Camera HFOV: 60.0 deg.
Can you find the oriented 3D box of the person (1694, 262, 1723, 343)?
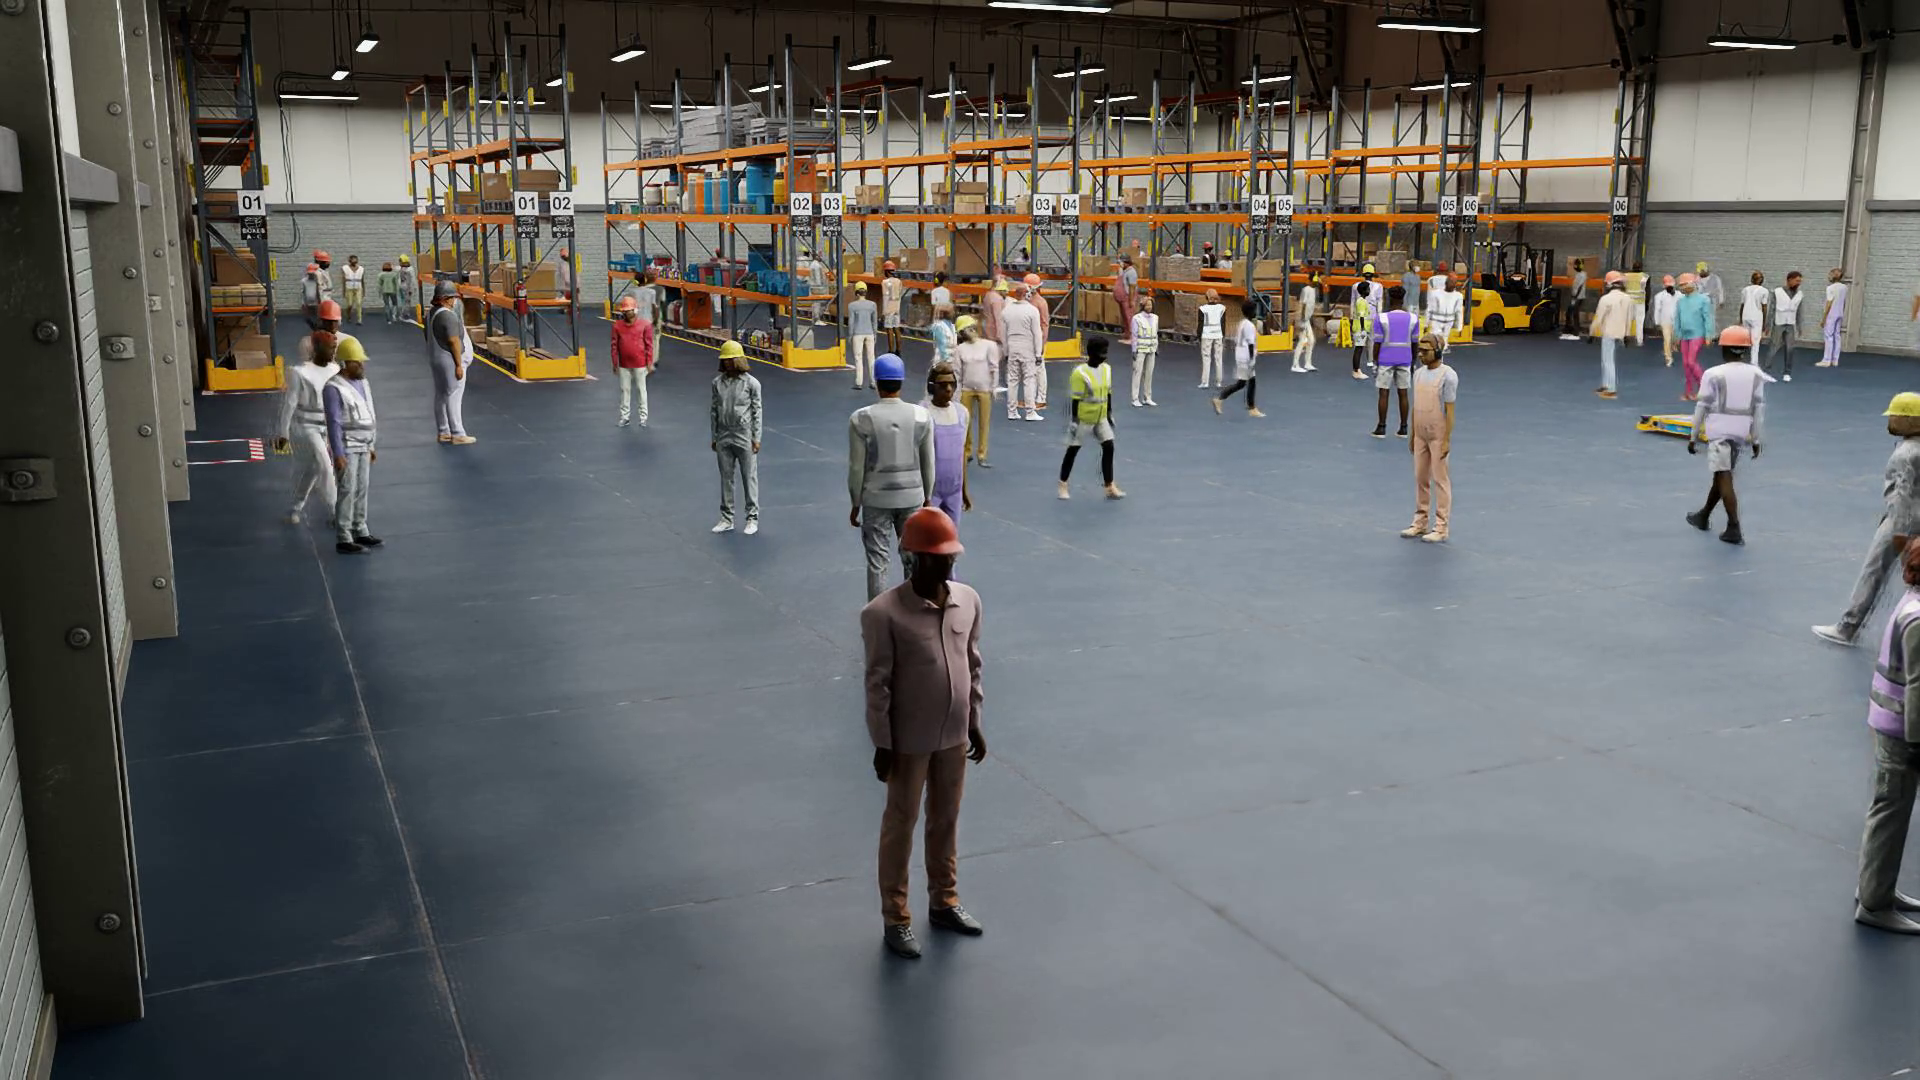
[{"bbox_3d":[16.661,-5.267,36.982,0.737,1.788,0.407,8,14,35],"label":"person"}]

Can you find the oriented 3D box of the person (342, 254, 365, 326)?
[{"bbox_3d":[-15.595,-6.430,42.754,0.588,1.825,0.577,-7,13,-32],"label":"person"}]

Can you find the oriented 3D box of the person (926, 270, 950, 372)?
[{"bbox_3d":[-0.311,-3.899,29.824,0.735,1.853,0.519,7,13,32],"label":"person"}]

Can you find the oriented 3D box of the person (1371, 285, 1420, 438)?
[{"bbox_3d":[5.585,-2.286,21.360,0.599,1.958,0.368,0,11,-2],"label":"person"}]

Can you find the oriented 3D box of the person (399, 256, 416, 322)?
[{"bbox_3d":[-14.637,-6.630,44.013,0.316,1.734,0.511,-8,14,-35],"label":"person"}]

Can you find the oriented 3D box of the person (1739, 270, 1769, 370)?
[{"bbox_3d":[14.428,-3.974,30.262,0.349,1.837,0.502,-8,14,-36],"label":"person"}]

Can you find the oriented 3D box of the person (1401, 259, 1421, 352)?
[{"bbox_3d":[9.315,-4.830,34.339,0.357,1.938,0.638,10,15,41],"label":"person"}]

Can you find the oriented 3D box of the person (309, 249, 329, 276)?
[{"bbox_3d":[-17.021,-6.771,44.258,0.432,1.916,0.578,11,15,43],"label":"person"}]

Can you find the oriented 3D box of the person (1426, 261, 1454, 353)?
[{"bbox_3d":[9.896,-4.782,34.235,0.585,1.881,0.343,8,14,36],"label":"person"}]

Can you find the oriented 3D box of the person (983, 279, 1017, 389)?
[{"bbox_3d":[0.671,-3.338,27.057,0.600,1.821,0.404,-1,11,-5],"label":"person"}]

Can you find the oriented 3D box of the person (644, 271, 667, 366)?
[{"bbox_3d":[-5.836,-4.186,31.429,0.574,1.803,0.967,-1,11,-7],"label":"person"}]

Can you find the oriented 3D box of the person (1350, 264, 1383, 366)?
[{"bbox_3d":[7.679,-4.246,31.455,0.602,1.913,0.424,7,13,30],"label":"person"}]

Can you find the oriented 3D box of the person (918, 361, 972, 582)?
[{"bbox_3d":[-0.140,-0.341,11.763,0.506,1.845,0.342,-8,13,-34],"label":"person"}]

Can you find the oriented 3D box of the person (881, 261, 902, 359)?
[{"bbox_3d":[-1.372,-4.504,32.679,0.372,1.939,0.544,8,14,35],"label":"person"}]

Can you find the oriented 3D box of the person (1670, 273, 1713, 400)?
[{"bbox_3d":[11.243,-3.104,25.577,0.428,1.950,0.701,-4,12,-19],"label":"person"}]

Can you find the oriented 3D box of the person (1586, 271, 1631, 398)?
[{"bbox_3d":[10.115,-3.218,26.051,0.628,1.966,0.704,-7,13,-30],"label":"person"}]

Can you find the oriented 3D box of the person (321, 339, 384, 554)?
[{"bbox_3d":[-5.151,-0.793,14.141,0.424,1.820,0.597,2,11,9],"label":"person"}]

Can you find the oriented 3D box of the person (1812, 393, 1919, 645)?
[{"bbox_3d":[6.145,-0.119,10.973,0.503,1.711,0.712,-9,14,-39],"label":"person"}]

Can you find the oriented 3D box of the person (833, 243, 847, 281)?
[{"bbox_3d":[-3.398,-7.556,47.933,0.610,2.040,0.394,0,11,1],"label":"person"}]

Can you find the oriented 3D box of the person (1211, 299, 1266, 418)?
[{"bbox_3d":[3.930,-2.540,23.371,0.729,1.677,0.532,1,11,4],"label":"person"}]

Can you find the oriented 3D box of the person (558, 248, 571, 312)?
[{"bbox_3d":[-11.509,-7.588,48.603,0.430,1.845,0.621,-2,11,-12],"label":"person"}]

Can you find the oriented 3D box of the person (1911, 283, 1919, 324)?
[{"bbox_3d":[18.566,-4.363,31.703,0.721,2.000,1.046,1,11,6],"label":"person"}]

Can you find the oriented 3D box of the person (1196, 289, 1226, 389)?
[{"bbox_3d":[4.130,-3.306,27.351,0.514,1.642,0.310,-3,12,-17],"label":"person"}]

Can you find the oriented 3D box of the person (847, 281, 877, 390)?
[{"bbox_3d":[-1.602,-3.339,27.208,0.526,1.765,0.329,-6,12,-26],"label":"person"}]

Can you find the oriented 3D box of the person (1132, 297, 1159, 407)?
[{"bbox_3d":[2.763,-2.809,24.831,0.524,1.639,0.308,-8,14,-36],"label":"person"}]

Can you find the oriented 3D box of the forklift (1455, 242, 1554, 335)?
[{"bbox_3d":[13.047,-6.049,39.881,2.313,2.155,1.214,-5,12,-23],"label":"forklift"}]

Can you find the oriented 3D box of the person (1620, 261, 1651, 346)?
[{"bbox_3d":[14.671,-5.139,36.158,0.624,1.845,0.430,7,13,32],"label":"person"}]

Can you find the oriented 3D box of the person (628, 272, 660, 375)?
[{"bbox_3d":[-5.614,-3.873,29.734,0.558,1.834,0.610,0,11,1],"label":"person"}]

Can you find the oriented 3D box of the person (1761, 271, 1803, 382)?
[{"bbox_3d":[14.130,-3.667,28.579,0.656,1.885,0.441,-2,11,-10],"label":"person"}]

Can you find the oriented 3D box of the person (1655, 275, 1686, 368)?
[{"bbox_3d":[13.328,-4.101,31.215,0.584,1.719,0.518,1,11,4],"label":"person"}]

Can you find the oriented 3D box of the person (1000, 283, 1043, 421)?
[{"bbox_3d":[0.883,-2.604,23.107,0.640,1.909,0.409,8,14,35],"label":"person"}]

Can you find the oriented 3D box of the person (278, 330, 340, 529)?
[{"bbox_3d":[-5.945,-1.009,15.236,0.938,1.830,0.623,5,12,24],"label":"person"}]

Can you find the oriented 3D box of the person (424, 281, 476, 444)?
[{"bbox_3d":[-6.376,-2.229,20.857,0.537,2.000,0.682,-11,15,-43],"label":"person"}]

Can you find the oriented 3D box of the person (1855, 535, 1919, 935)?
[{"bbox_3d":[3.829,0.765,6.698,0.316,1.629,0.508,7,13,32],"label":"person"}]
